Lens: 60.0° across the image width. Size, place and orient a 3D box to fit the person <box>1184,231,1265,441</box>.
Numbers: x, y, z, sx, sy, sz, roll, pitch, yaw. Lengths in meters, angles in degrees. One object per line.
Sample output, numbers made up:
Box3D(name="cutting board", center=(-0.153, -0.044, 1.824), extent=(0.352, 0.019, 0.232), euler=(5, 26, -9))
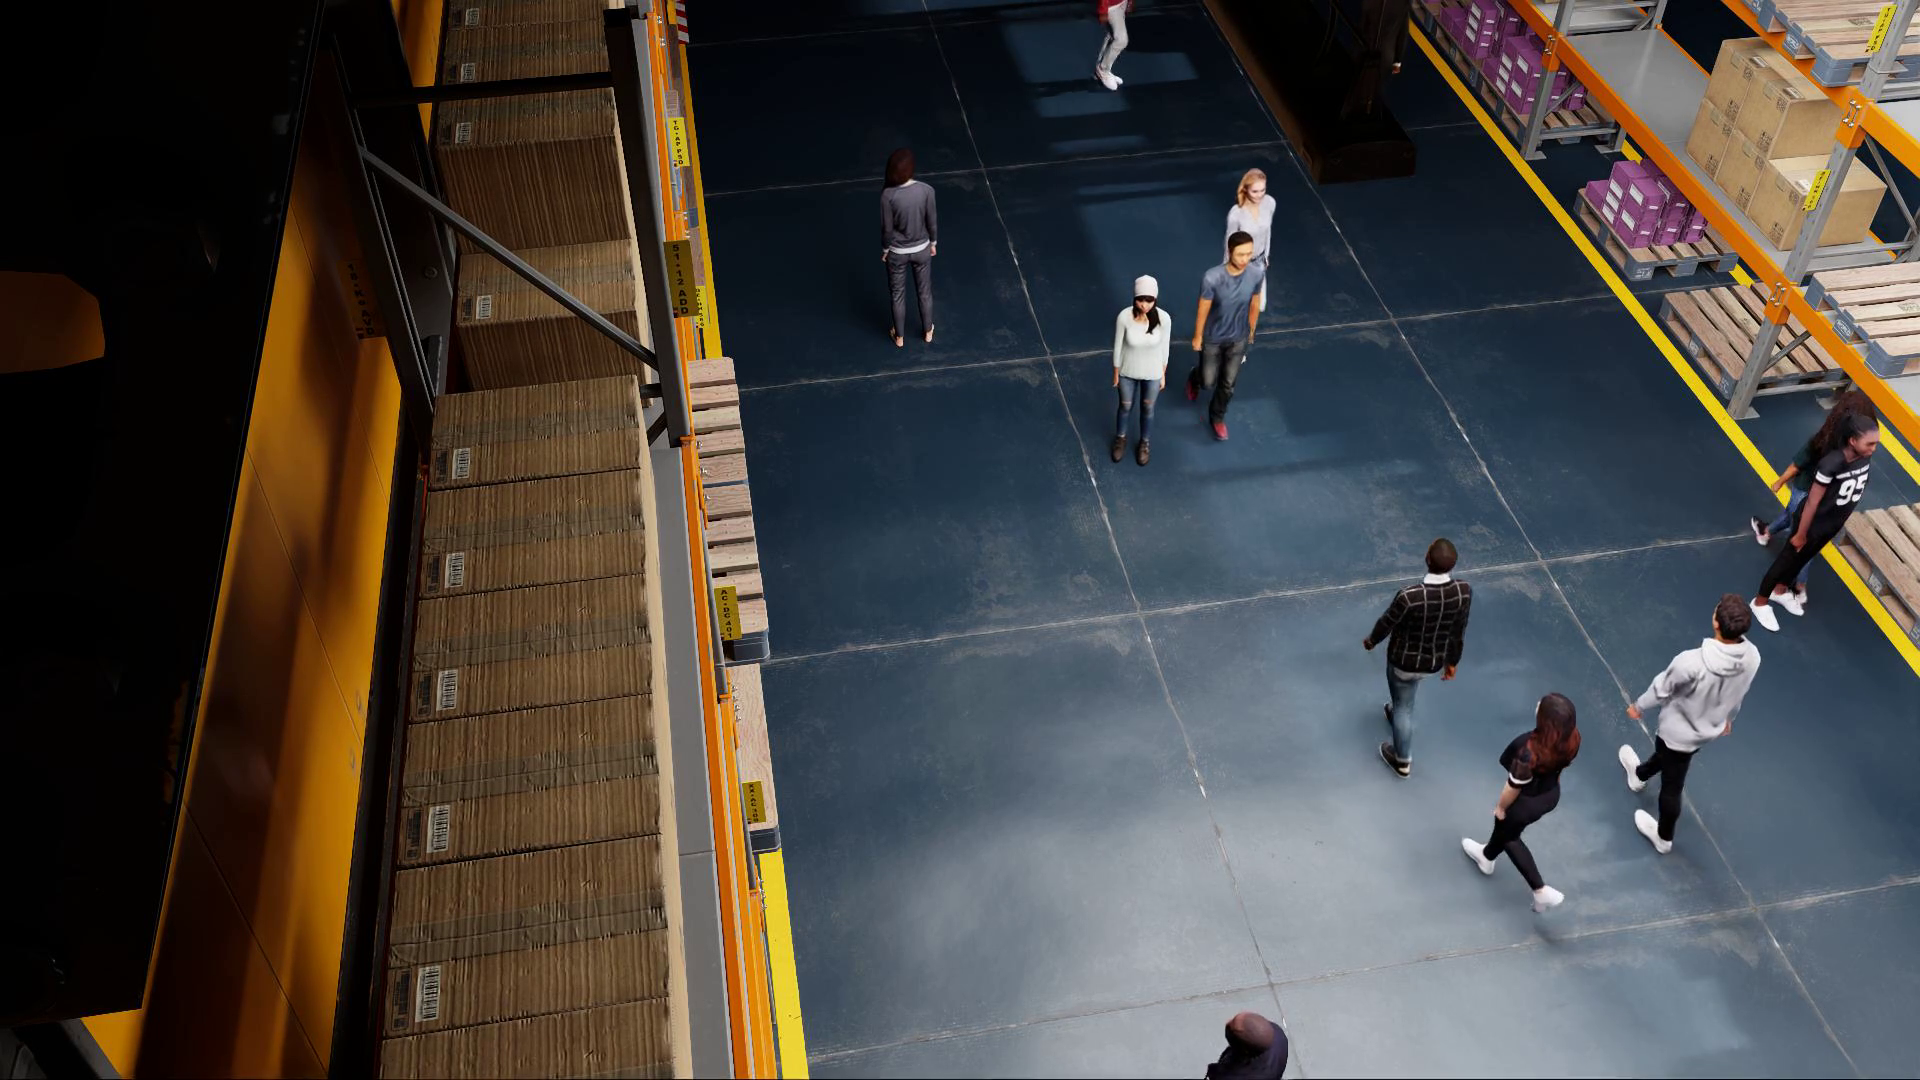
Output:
Box3D(name="person", center=(1.968, -1.606, 12.601), extent=(0.678, 1.794, 0.821), euler=(-9, 44, -9))

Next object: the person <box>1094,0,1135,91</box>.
Box3D(name="person", center=(1.451, -5.403, 16.577), extent=(0.881, 1.807, 0.797), euler=(20, 47, 19))

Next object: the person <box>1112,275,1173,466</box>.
Box3D(name="person", center=(1.340, -1.267, 12.353), extent=(0.602, 1.646, 0.566), euler=(3, 44, 3))

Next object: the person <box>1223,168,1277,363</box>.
Box3D(name="person", center=(2.220, -2.232, 13.268), extent=(0.690, 1.781, 0.721), euler=(-18, 47, -18))

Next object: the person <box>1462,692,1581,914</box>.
Box3D(name="person", center=(3.279, 1.504, 9.462), extent=(0.817, 1.622, 1.043), euler=(-21, 48, -21))

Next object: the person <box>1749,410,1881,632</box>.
Box3D(name="person", center=(5.735, -0.137, 11.106), extent=(0.682, 1.730, 0.666), euler=(-22, 48, -22))

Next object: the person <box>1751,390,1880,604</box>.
Box3D(name="person", center=(5.860, -0.273, 11.363), extent=(0.609, 1.572, 1.076), euler=(-5, 44, -5))

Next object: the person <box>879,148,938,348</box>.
Box3D(name="person", center=(-0.414, -2.354, 13.403), extent=(0.620, 1.770, 0.511), euler=(-9, 44, -9))

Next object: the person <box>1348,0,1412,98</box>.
Box3D(name="person", center=(3.844, -4.400, 15.463), extent=(0.777, 1.892, 0.693), euler=(-2, 44, -2))

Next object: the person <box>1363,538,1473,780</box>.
Box3D(name="person", center=(2.804, 0.790, 10.086), extent=(0.697, 1.794, 0.827), euler=(-11, 45, -11))

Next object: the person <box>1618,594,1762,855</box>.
Box3D(name="person", center=(4.282, 1.143, 9.639), extent=(0.737, 1.901, 1.001), euler=(-11, 45, -11))

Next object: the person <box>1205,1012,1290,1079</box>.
Box3D(name="person", center=(1.363, 2.833, 7.944), extent=(1.224, 1.790, 1.162), euler=(26, 49, 24))
